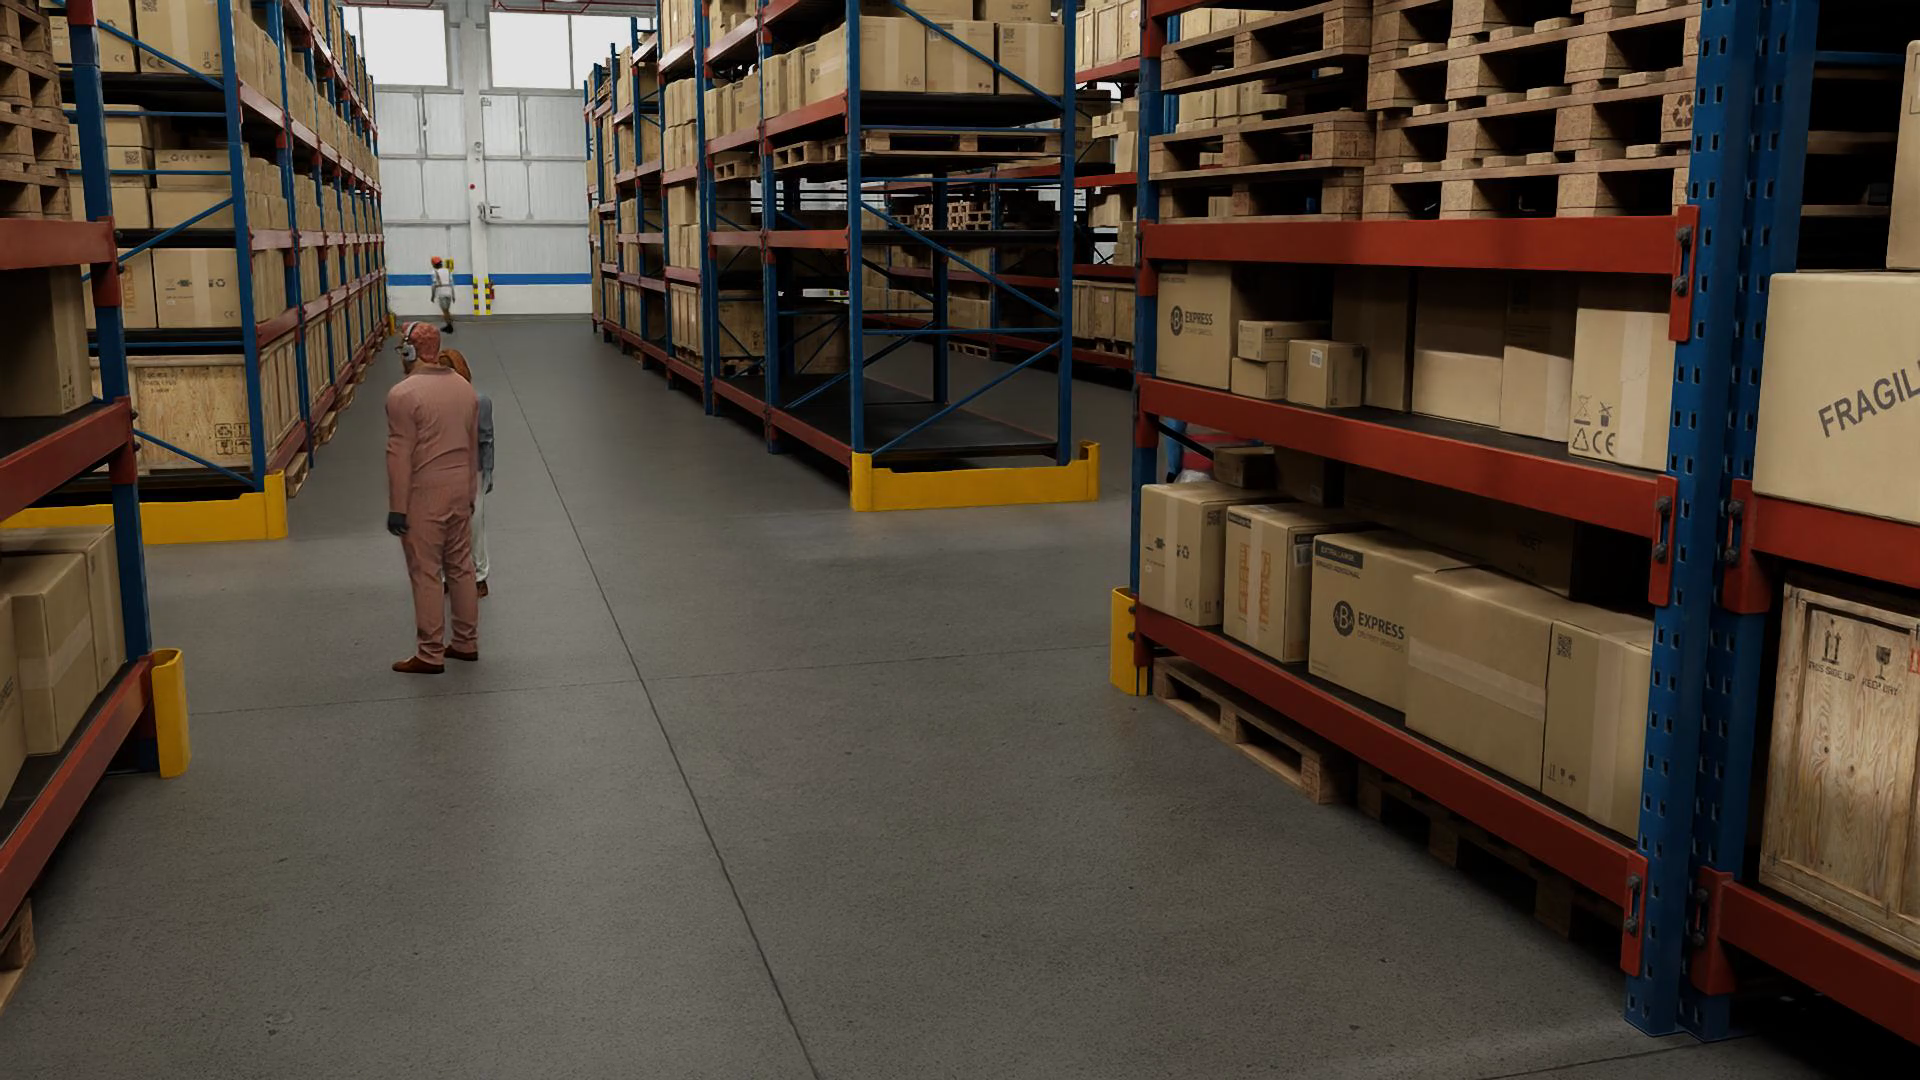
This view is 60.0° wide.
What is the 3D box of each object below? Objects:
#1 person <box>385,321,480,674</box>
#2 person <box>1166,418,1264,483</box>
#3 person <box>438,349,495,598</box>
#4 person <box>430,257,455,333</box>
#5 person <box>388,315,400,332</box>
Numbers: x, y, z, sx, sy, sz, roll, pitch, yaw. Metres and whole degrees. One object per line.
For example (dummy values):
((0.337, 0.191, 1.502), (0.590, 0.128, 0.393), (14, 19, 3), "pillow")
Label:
((-2.883, -0.231, 9.043), (0.398, 1.899, 0.650), (4, 11, 21), "person")
((1.596, -0.467, 10.482), (0.621, 1.845, 0.429), (-1, 10, -4), "person")
((-3.283, -0.428, 10.836), (0.504, 1.633, 0.279), (0, 10, -3), "person")
((-12.629, -5.999, 40.726), (0.805, 1.874, 0.549), (7, 12, 34), "person")
((-14.093, -5.918, 40.167), (0.971, 1.933, 0.629), (-3, 11, -17), "person")
